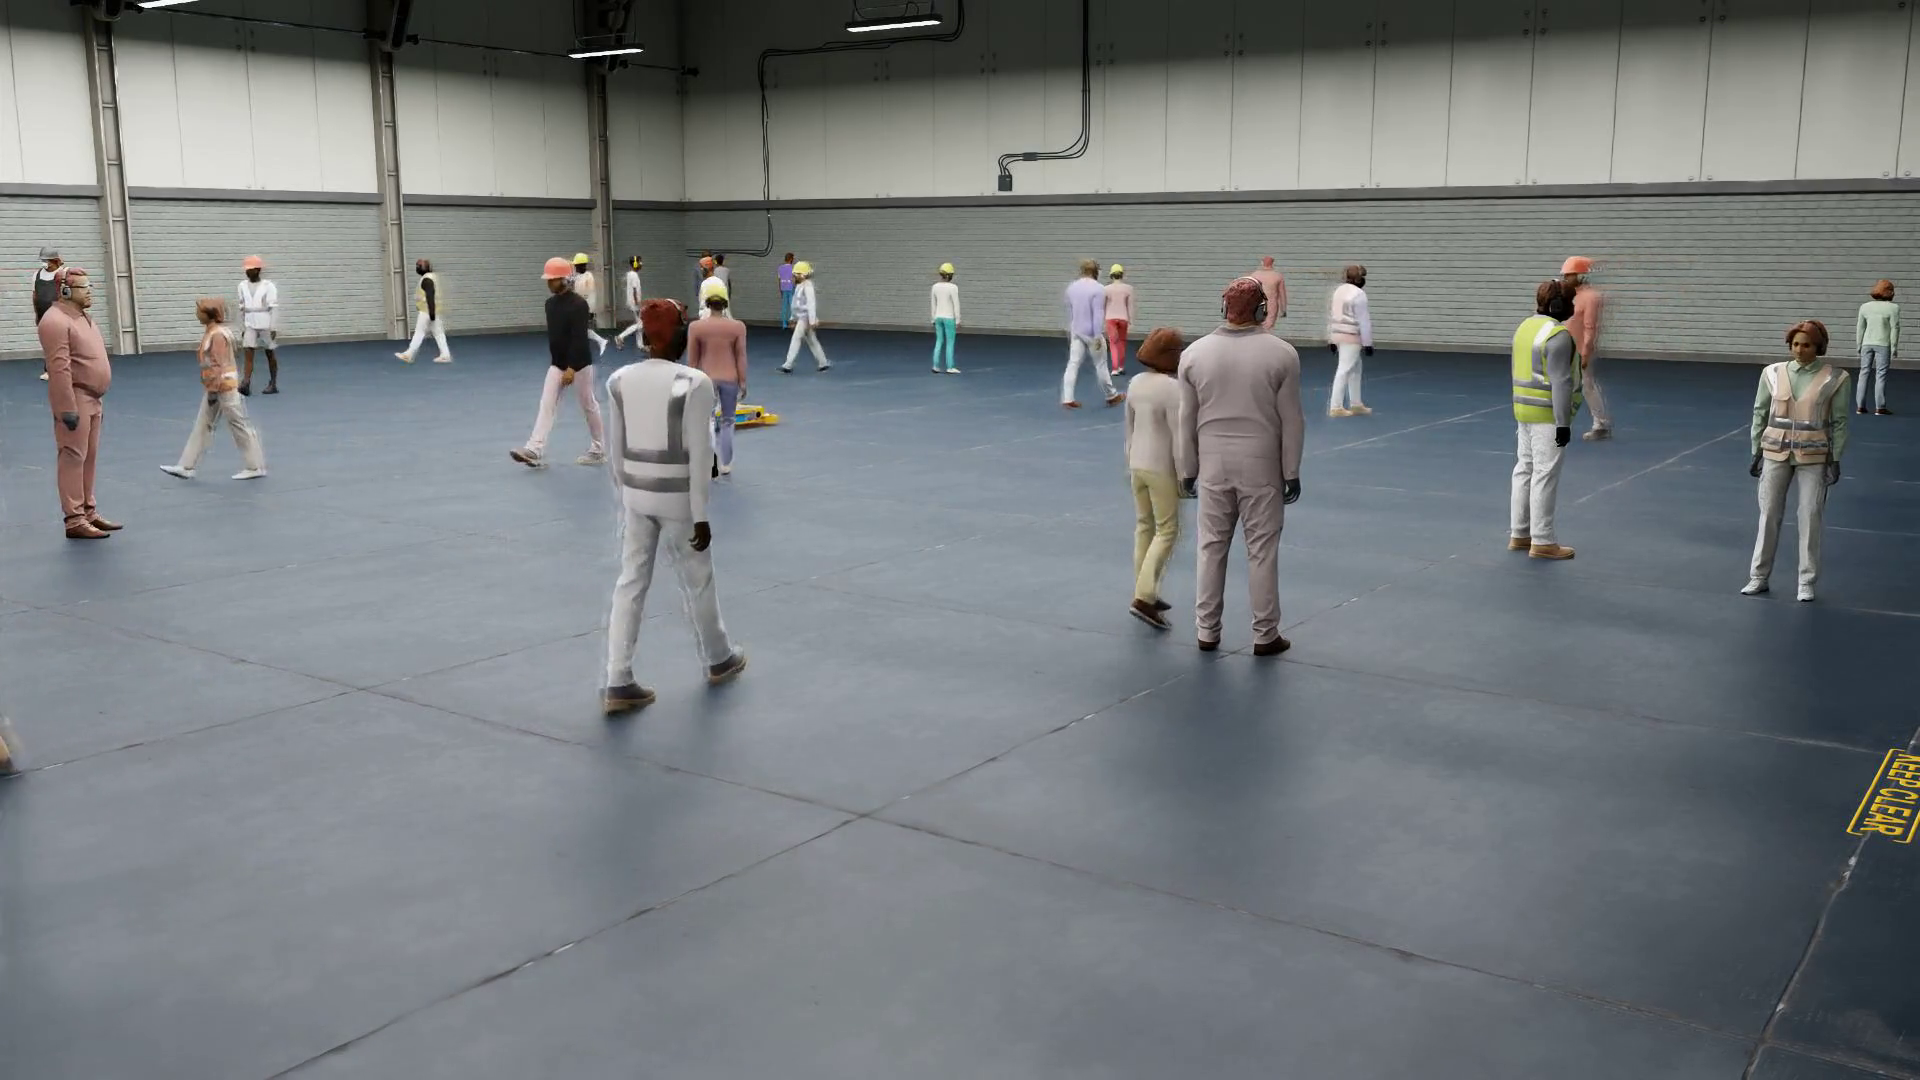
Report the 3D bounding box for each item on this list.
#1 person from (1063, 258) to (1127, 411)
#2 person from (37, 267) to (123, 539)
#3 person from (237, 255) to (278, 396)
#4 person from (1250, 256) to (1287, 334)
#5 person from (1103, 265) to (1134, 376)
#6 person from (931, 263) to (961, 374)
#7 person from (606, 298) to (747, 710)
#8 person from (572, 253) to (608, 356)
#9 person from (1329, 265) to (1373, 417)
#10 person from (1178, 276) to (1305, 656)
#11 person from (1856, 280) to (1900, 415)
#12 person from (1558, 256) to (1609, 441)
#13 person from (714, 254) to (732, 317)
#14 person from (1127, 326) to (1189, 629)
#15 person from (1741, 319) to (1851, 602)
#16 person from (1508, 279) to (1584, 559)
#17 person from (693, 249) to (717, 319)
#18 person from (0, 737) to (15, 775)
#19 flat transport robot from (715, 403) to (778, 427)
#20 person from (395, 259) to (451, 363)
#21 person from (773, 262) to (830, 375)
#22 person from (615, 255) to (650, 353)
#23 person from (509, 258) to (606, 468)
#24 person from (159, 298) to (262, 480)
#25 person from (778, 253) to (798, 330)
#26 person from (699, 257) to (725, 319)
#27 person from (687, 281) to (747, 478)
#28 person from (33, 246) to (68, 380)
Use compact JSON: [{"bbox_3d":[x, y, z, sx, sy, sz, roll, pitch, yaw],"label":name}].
[{"bbox_3d":[1.660,-2.576,20.839,1.001,1.885,0.658,-8,13,-39],"label":"person"},{"bbox_3d":[-6.230,-0.972,11.807,0.401,1.910,0.640,-2,10,-10],"label":"person"},{"bbox_3d":[-9.613,-2.907,22.665,0.569,1.896,0.930,1,10,4],"label":"person"},{"bbox_3d":[5.460,-4.111,29.543,0.662,1.858,0.989,6,12,29],"label":"person"},{"bbox_3d":[2.448,-3.478,26.356,0.533,1.731,0.839,-2,10,-9],"label":"person"},{"bbox_3d":[-0.212,-3.540,26.587,0.534,1.766,0.327,8,13,40],"label":"person"},{"bbox_3d":[-1.342,-0.179,7.584,0.598,1.832,0.979,5,11,25],"label":"person"},{"bbox_3d":[-6.686,-4.198,29.873,0.672,1.909,0.612,-6,12,-32],"label":"person"},{"bbox_3d":[4.763,-2.369,19.881,0.763,1.812,0.648,-2,10,-14],"label":"person"},{"bbox_3d":[1.428,-0.368,8.425,0.639,1.910,0.406,5,11,24],"label":"person"},{"bbox_3d":[11.151,-2.337,20.217,0.289,1.633,0.500,-6,12,-30],"label":"person"},{"bbox_3d":[6.432,-1.984,17.383,1.016,1.947,0.633,-4,11,-21],"label":"person"},{"bbox_3d":[-5.419,-5.583,37.849,0.531,1.835,0.913,-4,11,-23],"label":"person"},{"bbox_3d":[1.039,-0.356,9.132,0.500,1.631,0.618,-5,11,-26],"label":"person"},{"bbox_3d":[4.885,-0.465,9.717,0.514,1.640,0.310,8,13,39],"label":"person"},{"bbox_3d":[3.901,-0.805,11.057,0.429,1.842,0.634,-1,10,-7],"label":"person"},{"bbox_3d":[-5.918,-5.827,38.911,0.635,1.937,0.353,2,10,12],"label":"person"},{"bbox_3d":[-4.096,0.015,6.076,0.616,1.988,1.065,8,13,37],"label":"person"},{"bbox_3d":[-2.771,-1.383,18.693,0.652,0.197,1.431,7,13,36],"label":"flat transport robot"},{"bbox_3d":[-9.371,-3.977,28.948,0.960,1.791,0.646,-2,10,-12],"label":"person"},{"bbox_3d":[-2.493,-3.515,26.422,0.948,1.786,0.592,-3,10,-14],"label":"person"},{"bbox_3d":[-6.191,-4.458,31.485,0.616,1.855,0.534,-2,10,-10],"label":"person"},{"bbox_3d":[-3.691,-1.620,15.357,0.618,1.930,1.029,7,12,35],"label":"person"},{"bbox_3d":[-6.537,-1.296,14.462,0.831,1.591,0.541,-7,12,-34],"label":"person"},{"bbox_3d":[-4.105,-5.965,39.943,0.566,1.846,0.389,5,11,26],"label":"person"},{"bbox_3d":[-3.519,-3.054,23.524,0.355,1.887,0.573,3,10,15],"label":"person"},{"bbox_3d":[-2.143,-1.409,14.719,0.528,1.746,0.713,-2,10,-9],"label":"person"},{"bbox_3d":[-13.776,-3.448,25.303,0.684,2.000,0.535,0,10,1],"label":"person"}]
